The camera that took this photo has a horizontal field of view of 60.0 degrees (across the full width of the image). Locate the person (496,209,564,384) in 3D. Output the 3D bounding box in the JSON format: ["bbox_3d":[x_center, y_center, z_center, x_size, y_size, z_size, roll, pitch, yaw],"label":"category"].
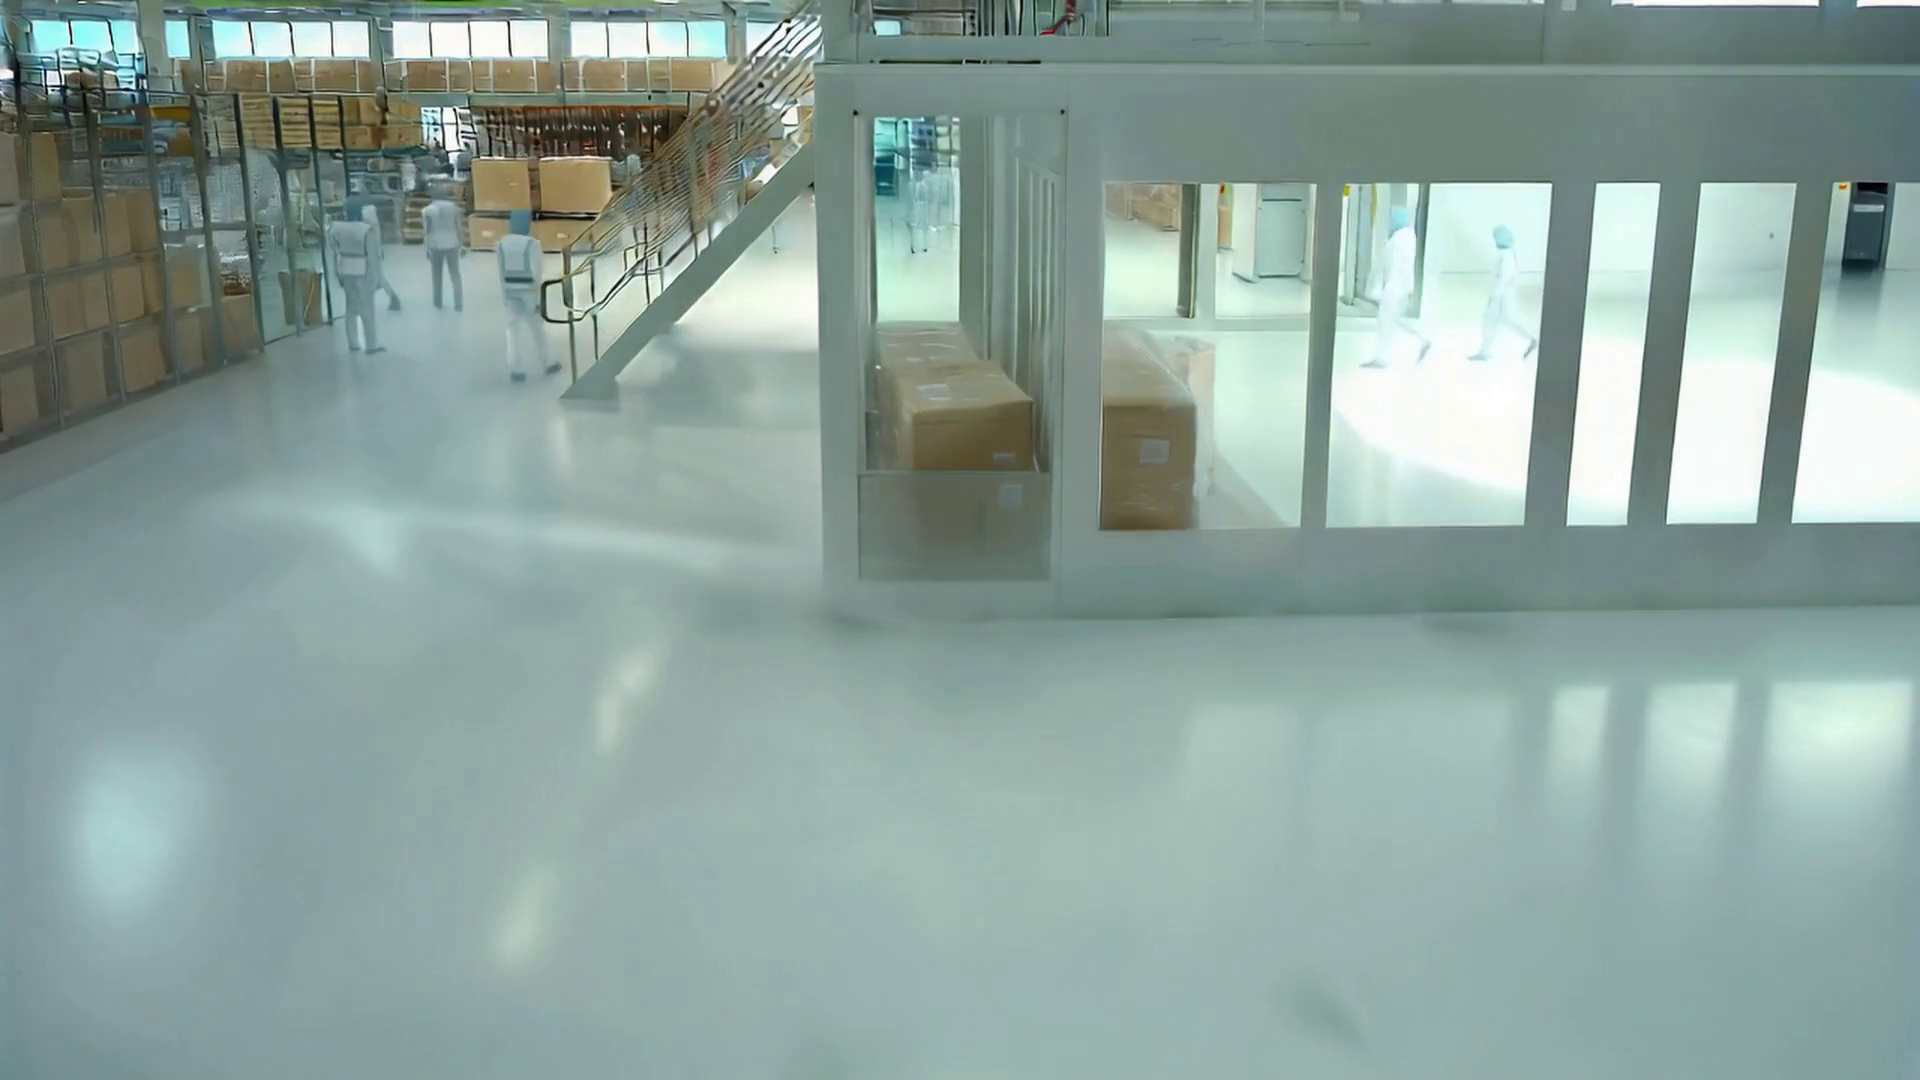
[{"bbox_3d":[-4.692,-2.658,18.048,0.599,1.840,0.935,3,14,13],"label":"person"}]

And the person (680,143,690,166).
[{"bbox_3d":[-13.874,-19.223,84.287,0.588,1.833,0.404,-5,15,-20],"label":"person"}]

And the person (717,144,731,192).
[{"bbox_3d":[-8.272,-12.898,58.582,0.378,2.044,0.607,13,19,42],"label":"person"}]

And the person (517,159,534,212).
[{"bbox_3d":[-12.127,-9.729,46.385,0.661,1.812,0.599,5,15,20],"label":"person"}]

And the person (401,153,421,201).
[{"bbox_3d":[-15.635,-10.041,47.402,0.571,1.925,0.497,-3,14,-12],"label":"person"}]

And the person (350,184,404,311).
[{"bbox_3d":[-8.745,-4.336,24.726,0.934,1.889,0.539,1,14,4],"label":"person"}]

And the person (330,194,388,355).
[{"bbox_3d":[-7.250,-3.185,20.013,0.600,1.917,0.377,4,15,15],"label":"person"}]

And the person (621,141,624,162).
[{"bbox_3d":[-18.803,-21.143,91.992,0.868,1.810,0.589,-3,14,-14],"label":"person"}]

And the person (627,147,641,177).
[{"bbox_3d":[-12.224,-13.725,62.158,0.410,1.913,0.643,8,16,30],"label":"person"}]

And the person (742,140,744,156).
[{"bbox_3d":[-11.447,-20.283,88.215,0.393,1.985,0.610,-4,15,-15],"label":"person"}]

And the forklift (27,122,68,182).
[{"bbox_3d":[-35.376,-14.773,64.377,1.129,2.768,1.873,-1,14,-2],"label":"forklift"}]

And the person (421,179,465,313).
[{"bbox_3d":[-7.614,-4.342,24.580,0.621,1.956,1.004,-7,16,-27],"label":"person"}]
